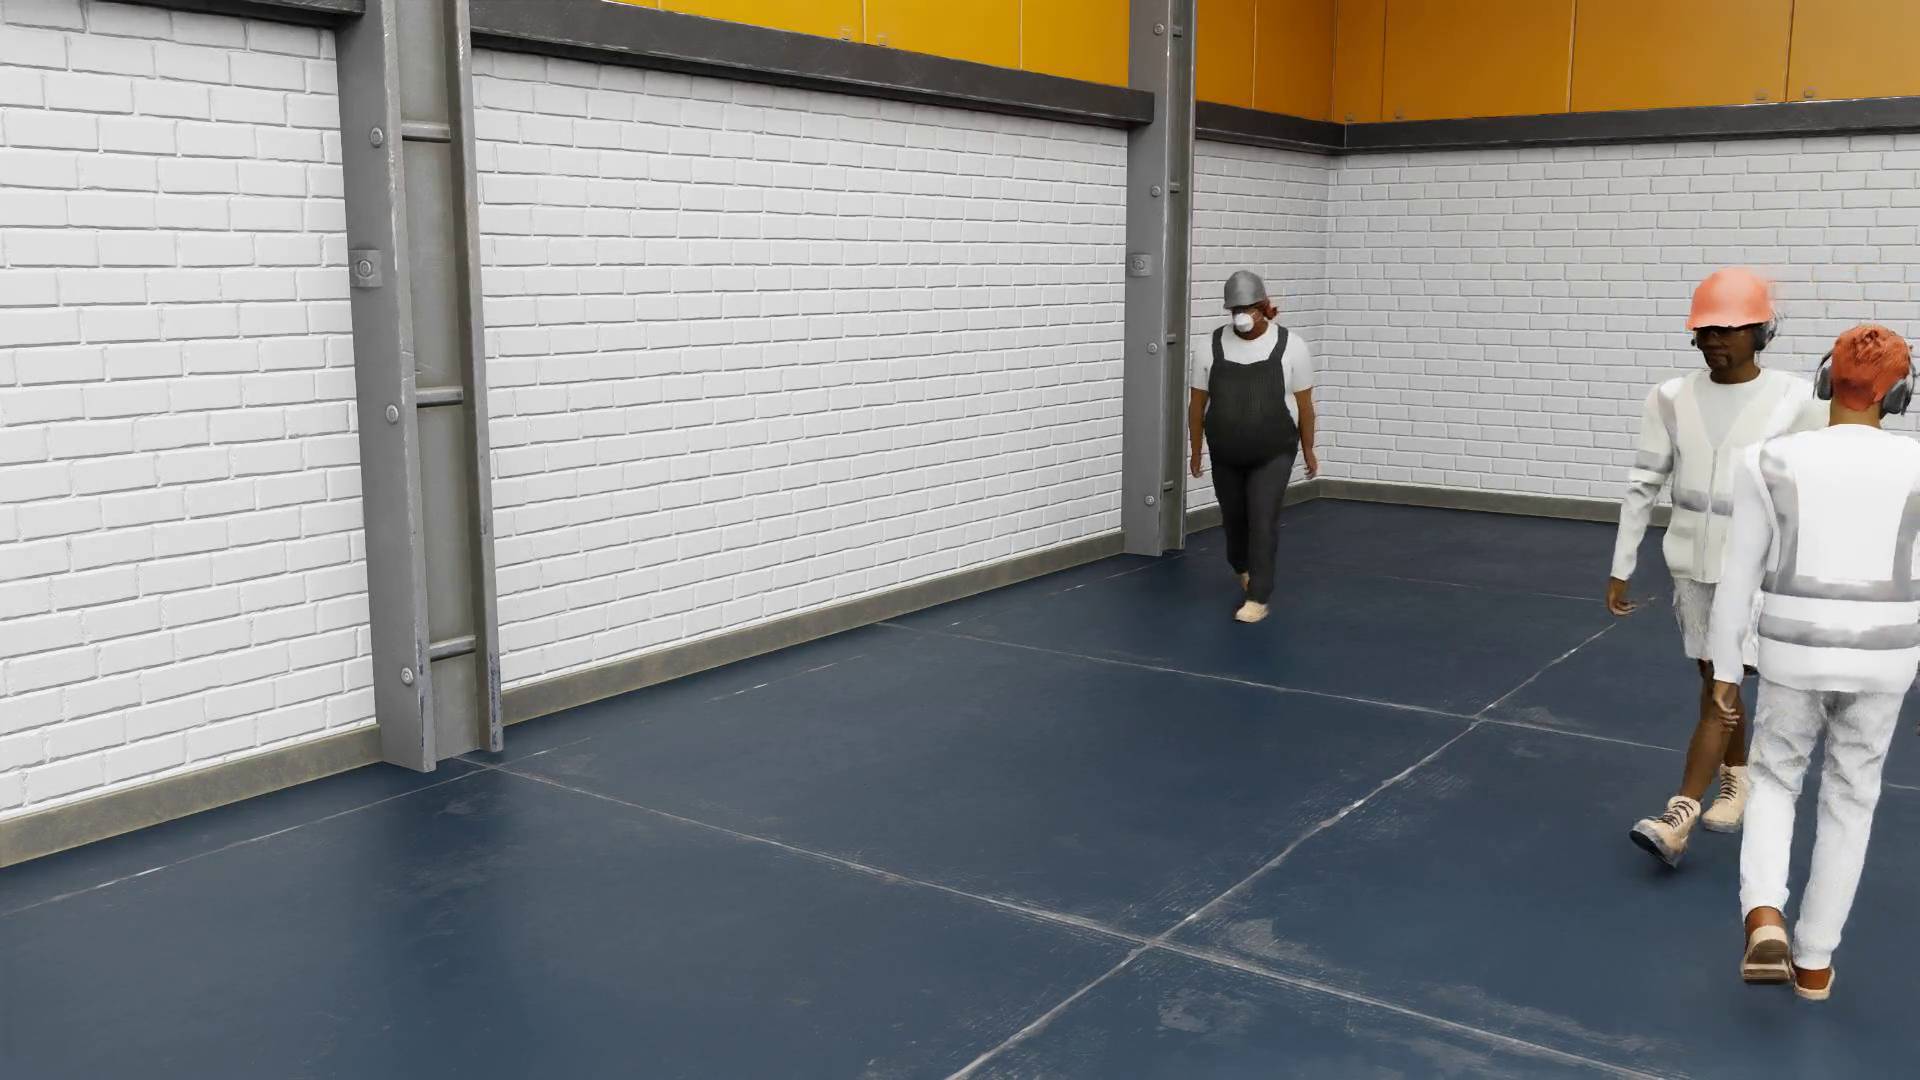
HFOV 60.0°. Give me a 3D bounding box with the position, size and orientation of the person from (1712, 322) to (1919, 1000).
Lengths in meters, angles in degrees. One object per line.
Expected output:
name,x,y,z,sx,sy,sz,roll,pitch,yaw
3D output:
person,2.328,0.360,4.442,0.584,1.869,0.518,5,11,26

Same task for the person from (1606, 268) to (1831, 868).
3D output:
person,2.523,0.092,5.632,1.039,1.986,0.638,-8,12,-40

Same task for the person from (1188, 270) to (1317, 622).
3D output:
person,1.698,-0.605,9.645,0.723,2.000,0.937,4,10,21
